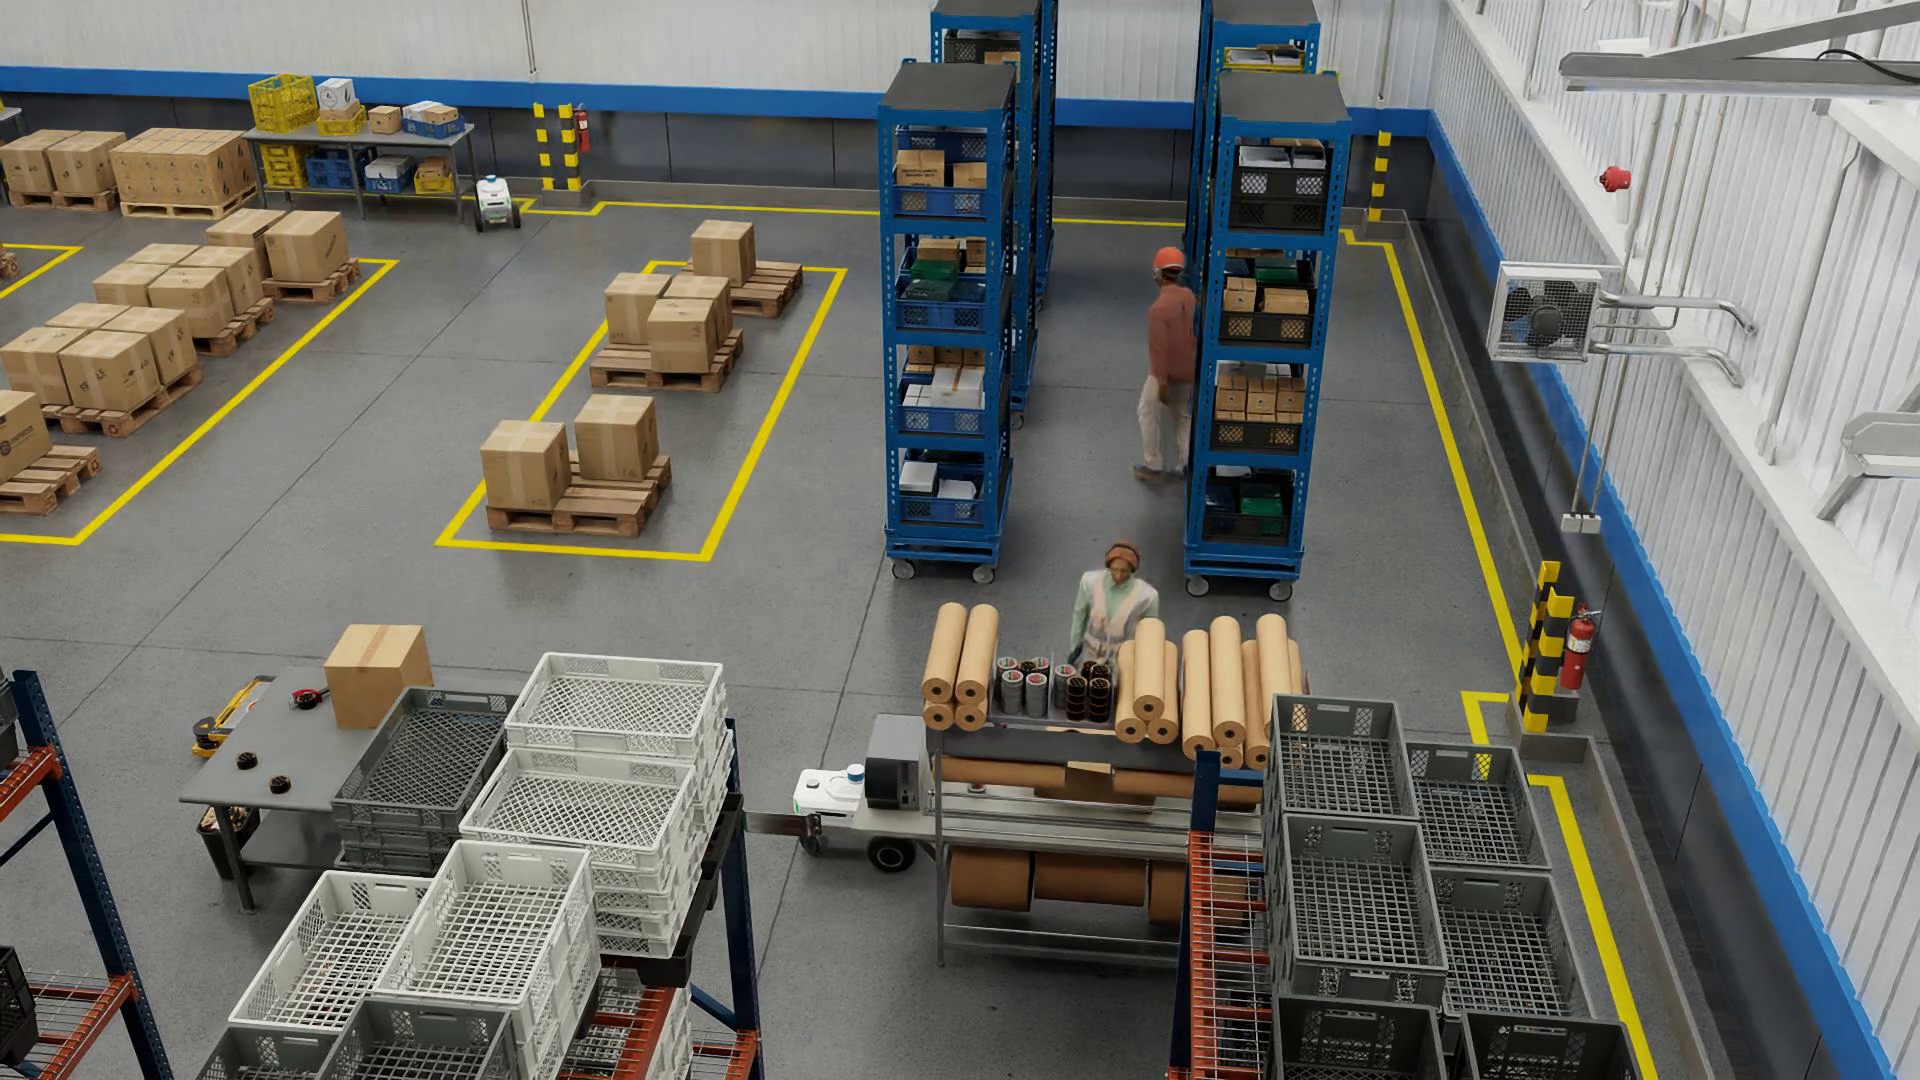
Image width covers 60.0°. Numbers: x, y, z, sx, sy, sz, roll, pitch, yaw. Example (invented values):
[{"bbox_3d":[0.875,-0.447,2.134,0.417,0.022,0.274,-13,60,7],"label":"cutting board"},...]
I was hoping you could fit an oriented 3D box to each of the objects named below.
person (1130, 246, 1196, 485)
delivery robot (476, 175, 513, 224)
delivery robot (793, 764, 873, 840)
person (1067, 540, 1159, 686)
[{"bbox_3d":[1.703,-1.367,13.336,0.671,1.944,0.638,26,39,37],"label":"person"},{"bbox_3d":[-5.331,-3.925,19.017,0.477,0.478,0.707,-9,31,-15],"label":"delivery robot"},{"bbox_3d":[-0.600,1.521,9.663,0.707,0.478,0.477,4,31,7],"label":"delivery robot"},{"bbox_3d":[0.931,0.706,10.090,0.540,1.620,0.532,13,33,21],"label":"person"}]
